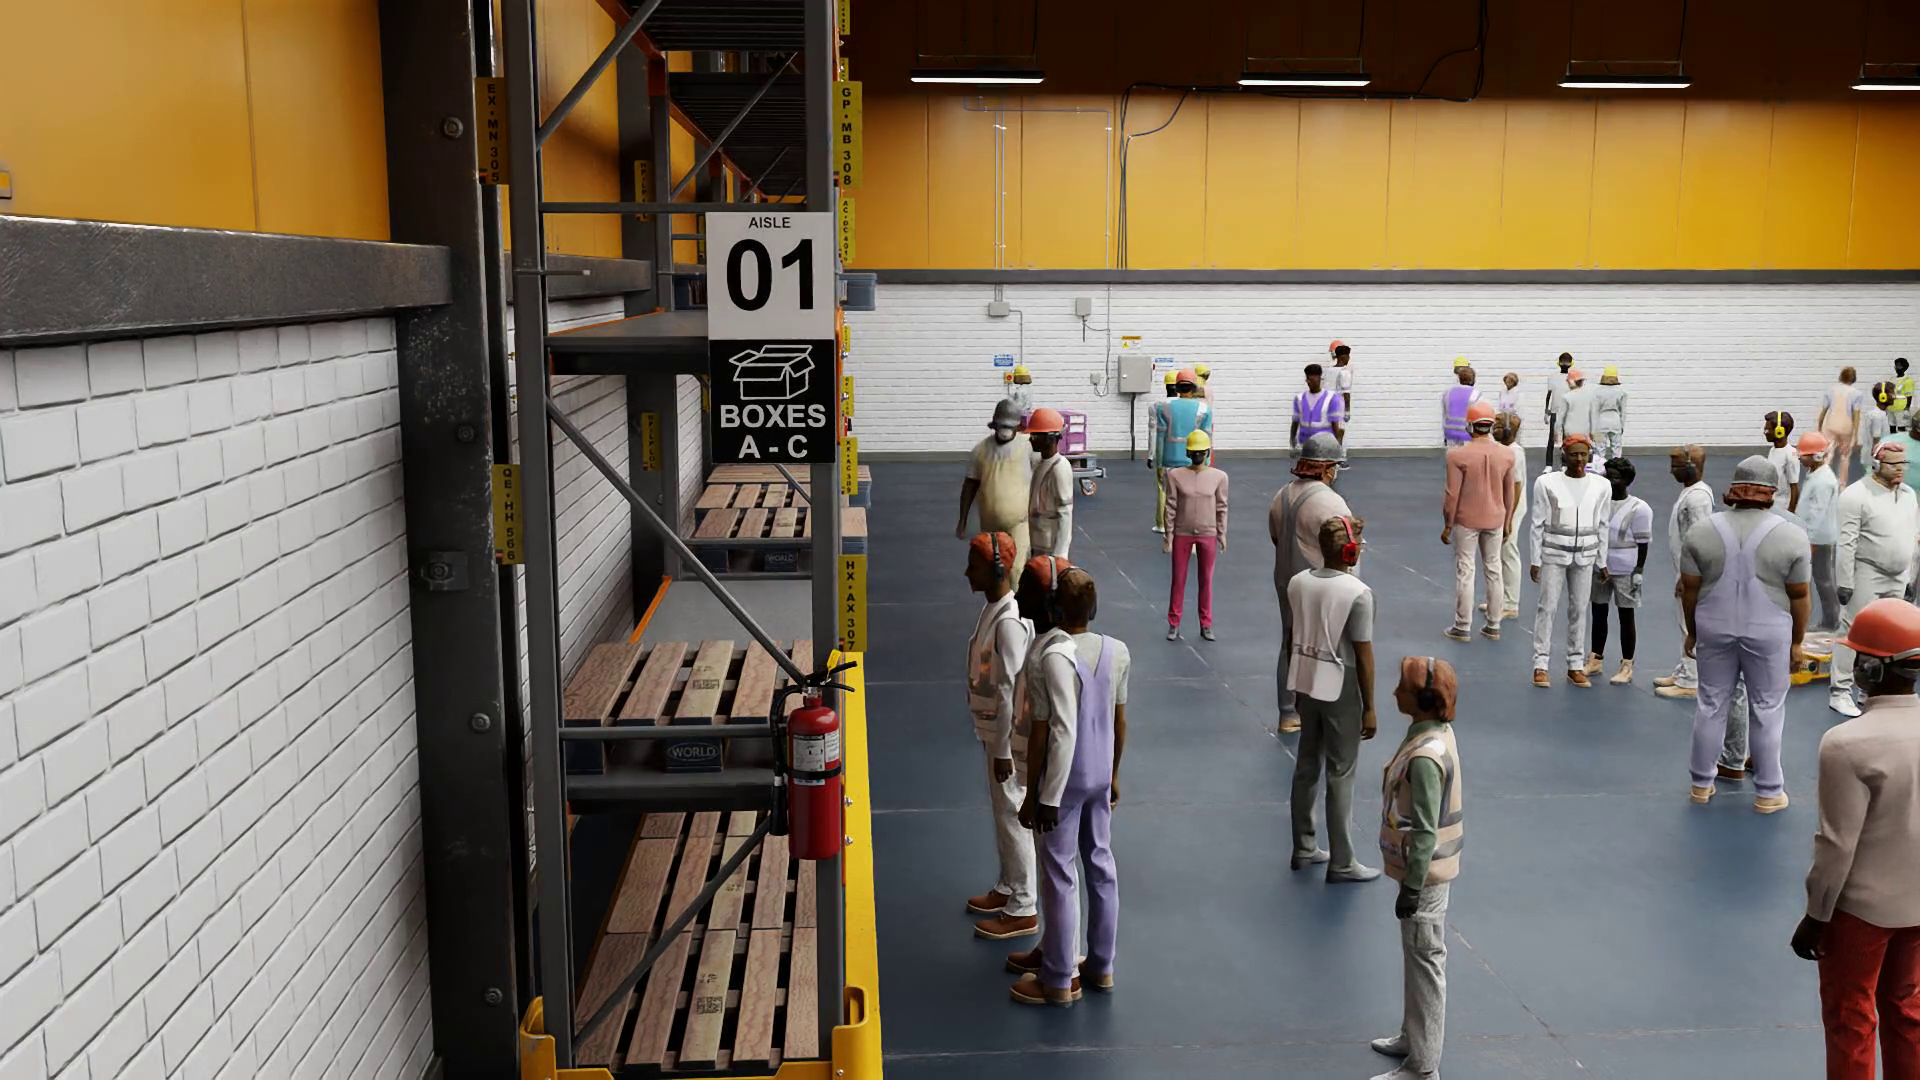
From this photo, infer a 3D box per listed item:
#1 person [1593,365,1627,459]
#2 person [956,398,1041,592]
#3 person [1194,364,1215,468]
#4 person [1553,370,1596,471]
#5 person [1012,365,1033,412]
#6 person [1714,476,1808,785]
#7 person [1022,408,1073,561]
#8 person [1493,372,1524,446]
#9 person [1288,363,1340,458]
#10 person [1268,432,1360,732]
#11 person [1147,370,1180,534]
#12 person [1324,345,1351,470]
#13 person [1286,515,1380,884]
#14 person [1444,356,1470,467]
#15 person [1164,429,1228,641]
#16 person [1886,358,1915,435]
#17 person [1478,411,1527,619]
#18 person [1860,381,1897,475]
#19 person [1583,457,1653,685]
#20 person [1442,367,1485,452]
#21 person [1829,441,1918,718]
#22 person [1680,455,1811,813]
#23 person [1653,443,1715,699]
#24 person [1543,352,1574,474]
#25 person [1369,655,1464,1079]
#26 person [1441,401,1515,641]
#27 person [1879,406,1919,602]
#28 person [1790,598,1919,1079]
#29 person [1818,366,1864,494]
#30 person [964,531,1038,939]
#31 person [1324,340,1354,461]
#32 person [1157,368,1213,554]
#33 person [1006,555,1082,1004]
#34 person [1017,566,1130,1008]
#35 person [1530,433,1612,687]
[{"bbox_3d":[9.314,-1.635,23.913,0.483,1.745,0.304,1,9,7],"label":"person"},{"bbox_3d":[0.339,-0.188,13.898,0.713,2.000,0.665,5,10,29],"label":"person"},{"bbox_3d":[3.497,-1.661,24.013,0.330,1.765,0.526,5,10,27],"label":"person"},{"bbox_3d":[8.666,-1.555,23.542,0.576,1.695,0.916,-3,10,-20],"label":"person"},{"bbox_3d":[0.906,-1.671,24.176,0.335,1.733,0.480,4,10,22],"label":"person"},{"bbox_3d":[4.715,0.495,9.934,0.628,1.939,0.373,-3,10,-20],"label":"person"},{"bbox_3d":[0.647,0.021,12.574,0.373,2.042,0.614,-2,9,-13],"label":"person"},{"bbox_3d":[8.061,-1.658,24.463,0.594,1.609,0.535,-4,10,-25],"label":"person"},{"bbox_3d":[4.386,-1.215,20.614,0.647,1.952,0.419,7,11,36],"label":"person"},{"bbox_3d":[2.336,0.299,10.839,0.535,2.000,0.680,-4,10,-24],"label":"person"},{"bbox_3d":[2.485,-1.032,19.552,0.594,1.926,0.366,-1,9,-7],"label":"person"},{"bbox_3d":[5.918,-2.074,26.018,0.370,1.958,0.598,-4,10,-22],"label":"person"},{"bbox_3d":[1.851,0.793,8.343,0.389,1.847,0.563,-5,10,-30],"label":"person"},{"bbox_3d":[7.834,-1.995,26.102,0.315,1.767,0.535,-2,9,-10],"label":"person"},{"bbox_3d":[1.956,-0.036,13.802,0.523,1.769,0.324,1,9,4],"label":"person"},{"bbox_3d":[15.274,-2.122,27.105,0.315,1.700,0.540,-2,9,-10],"label":"person"},{"bbox_3d":[4.822,-0.218,14.698,0.345,1.845,0.505,2,9,10],"label":"person"},{"bbox_3d":[10.193,-0.813,18.427,0.491,1.868,0.551,4,10,23],"label":"person"},{"bbox_3d":[4.869,0.224,12.387,0.317,1.696,0.538,-6,11,-34],"label":"person"},{"bbox_3d":[6.651,-1.368,21.990,0.634,1.826,0.432,8,12,42],"label":"person"},{"bbox_3d":[6.324,0.268,11.457,0.651,1.906,0.401,-3,10,-20],"label":"person"},{"bbox_3d":[4.476,0.516,9.479,0.678,2.000,0.537,7,11,36],"label":"person"},{"bbox_3d":[5.217,0.224,11.942,0.344,1.841,0.506,4,10,23],"label":"person"},{"bbox_3d":[9.195,-1.935,25.397,0.520,1.873,0.328,3,10,19],"label":"person"},{"bbox_3d":[1.716,1.233,6.217,0.308,1.645,0.514,3,9,16],"label":"person"},{"bbox_3d":[4.288,-0.152,13.812,0.612,1.995,0.393,-1,9,-9],"label":"person"},{"bbox_3d":[8.431,-0.268,14.801,0.670,1.911,0.499,2,9,14],"label":"person"},{"bbox_3d":[3.005,1.176,5.476,0.608,1.995,0.376,-4,10,-23],"label":"person"},{"bbox_3d":[12.049,-1.492,22.839,0.955,1.801,0.568,-8,12,-42],"label":"person"},{"bbox_3d":[0.195,0.886,7.685,0.355,1.876,0.573,-1,9,-6],"label":"person"},{"bbox_3d":[6.138,-2.259,27.104,0.625,1.981,0.412,-7,11,-35],"label":"person"},{"bbox_3d":[2.443,-0.856,18.145,0.601,2.035,0.427,2,9,10],"label":"person"},{"bbox_3d":[0.370,0.992,6.977,0.338,1.882,0.583,0,9,0],"label":"person"},{"bbox_3d":[0.465,1.020,6.927,0.508,1.846,0.345,-6,11,-34],"label":"person"},{"bbox_3d":[4.486,0.153,12.251,0.573,1.883,0.355,1,9,3],"label":"person"}]
